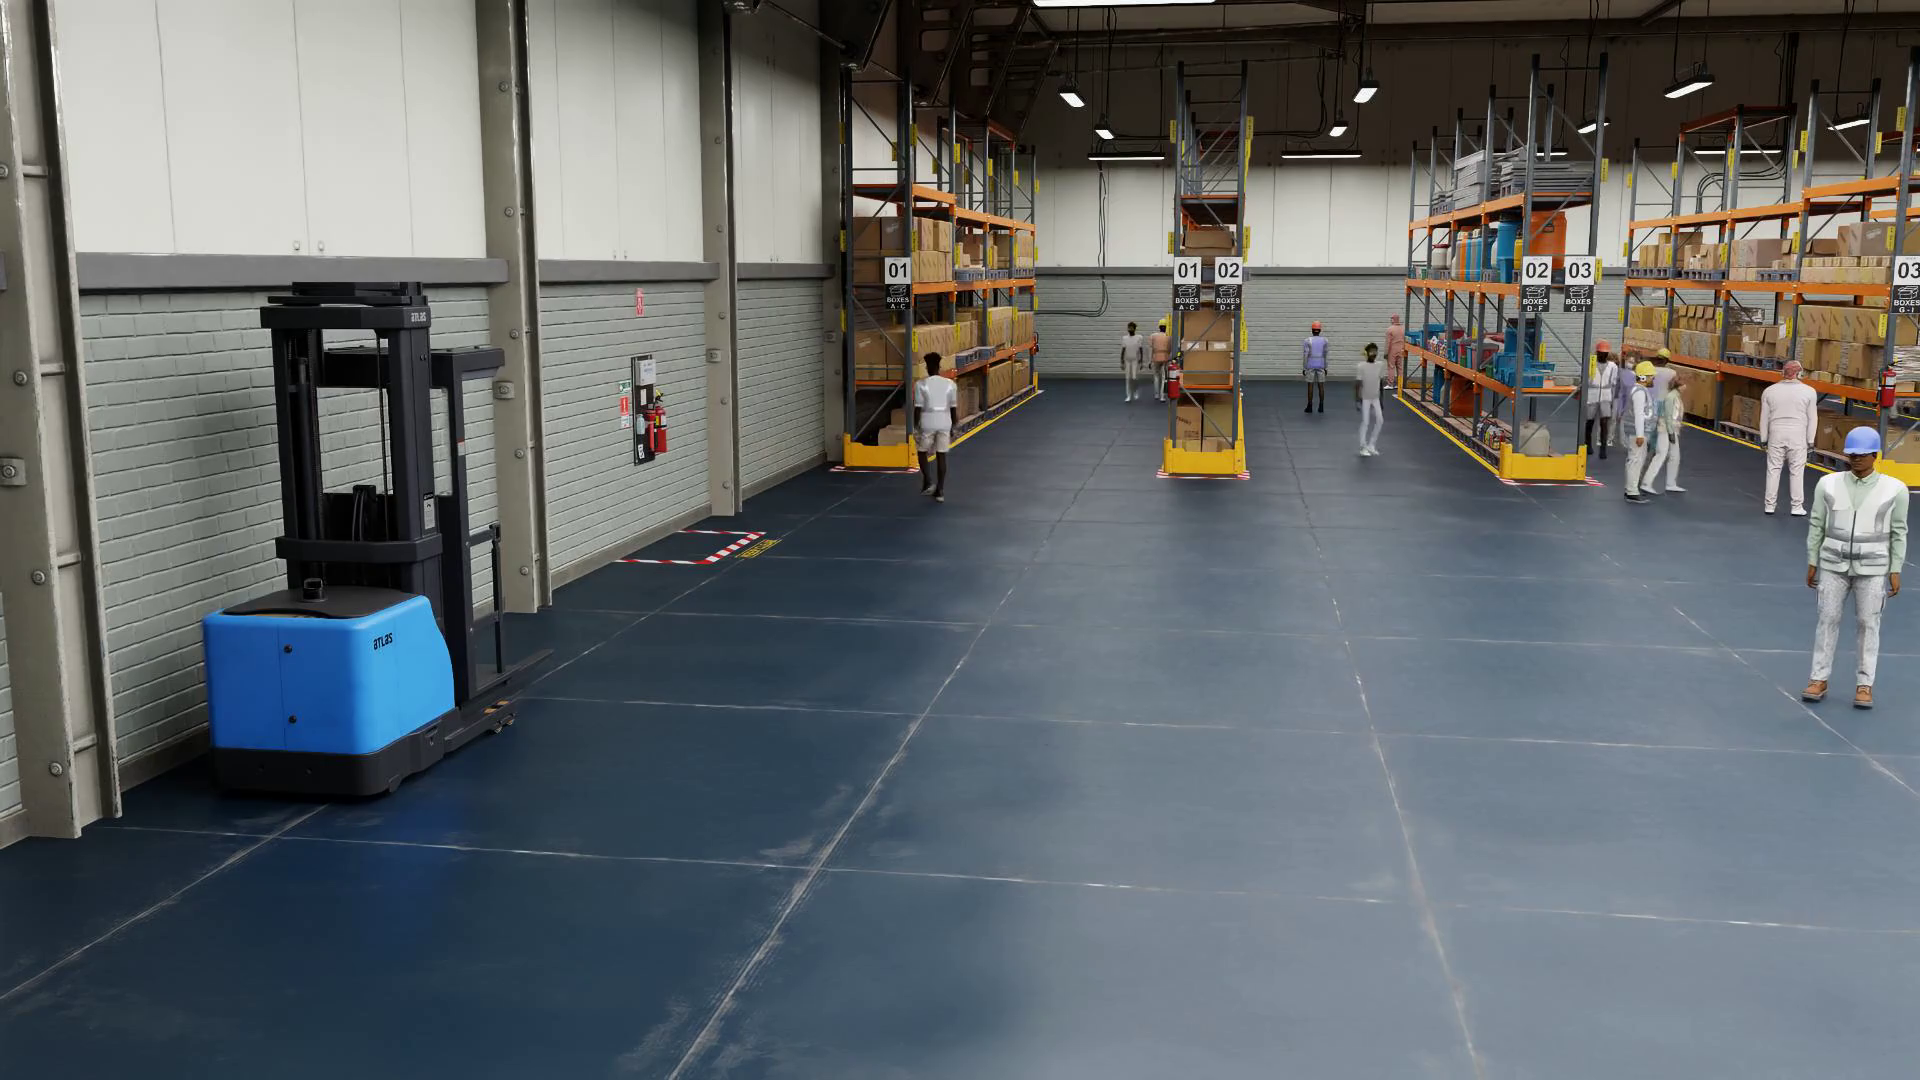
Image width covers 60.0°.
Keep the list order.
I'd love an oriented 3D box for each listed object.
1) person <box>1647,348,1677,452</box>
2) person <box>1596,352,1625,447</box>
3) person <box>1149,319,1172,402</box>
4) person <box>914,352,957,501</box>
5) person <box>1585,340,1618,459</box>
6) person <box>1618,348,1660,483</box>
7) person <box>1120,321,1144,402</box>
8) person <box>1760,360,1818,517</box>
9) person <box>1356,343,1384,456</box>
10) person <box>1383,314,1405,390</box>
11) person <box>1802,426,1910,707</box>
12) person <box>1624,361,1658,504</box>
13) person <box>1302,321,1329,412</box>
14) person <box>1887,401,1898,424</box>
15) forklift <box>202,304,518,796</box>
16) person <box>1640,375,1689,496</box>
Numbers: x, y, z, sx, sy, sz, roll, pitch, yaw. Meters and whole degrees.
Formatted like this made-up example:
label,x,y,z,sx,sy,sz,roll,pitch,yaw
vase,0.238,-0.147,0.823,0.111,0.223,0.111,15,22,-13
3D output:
label,x,y,z,sx,sy,sz,roll,pitch,yaw
person,11.435,-2.261,27.191,0.540,1.751,0.363,7,12,37
person,11.134,-2.395,28.461,0.502,1.614,0.620,3,10,18
person,4.685,-4.151,38.444,0.614,1.884,0.928,2,9,11
person,-0.331,-1.494,21.865,0.620,1.946,0.436,-3,10,-18
person,10.375,-2.305,27.049,0.548,1.902,0.960,2,9,13
person,9.690,-1.779,23.730,0.555,1.914,0.650,-7,11,-35
person,3.934,-4.097,38.213,0.563,1.849,0.405,4,10,24
person,10.219,-1.256,20.521,0.637,1.911,0.403,7,12,37
person,6.674,-2.275,26.982,0.550,1.850,0.508,-2,9,-13
person,11.036,-4.778,42.263,0.640,1.904,0.409,-4,10,-24
person,6.204,0.180,11.539,0.608,1.946,0.406,7,12,38
person,8.883,-1.414,21.723,0.404,1.834,0.592,3,10,19
person,7.577,-3.699,35.501,0.551,1.934,0.373,-1,9,-5
person,18.517,-3.270,33.039,0.651,1.884,1.041,1,9,3
forklift,-3.673,-0.038,10.147,1.129,2.768,1.873,1,9,9
person,9.584,-1.426,22.509,0.424,1.613,0.647,7,11,36
